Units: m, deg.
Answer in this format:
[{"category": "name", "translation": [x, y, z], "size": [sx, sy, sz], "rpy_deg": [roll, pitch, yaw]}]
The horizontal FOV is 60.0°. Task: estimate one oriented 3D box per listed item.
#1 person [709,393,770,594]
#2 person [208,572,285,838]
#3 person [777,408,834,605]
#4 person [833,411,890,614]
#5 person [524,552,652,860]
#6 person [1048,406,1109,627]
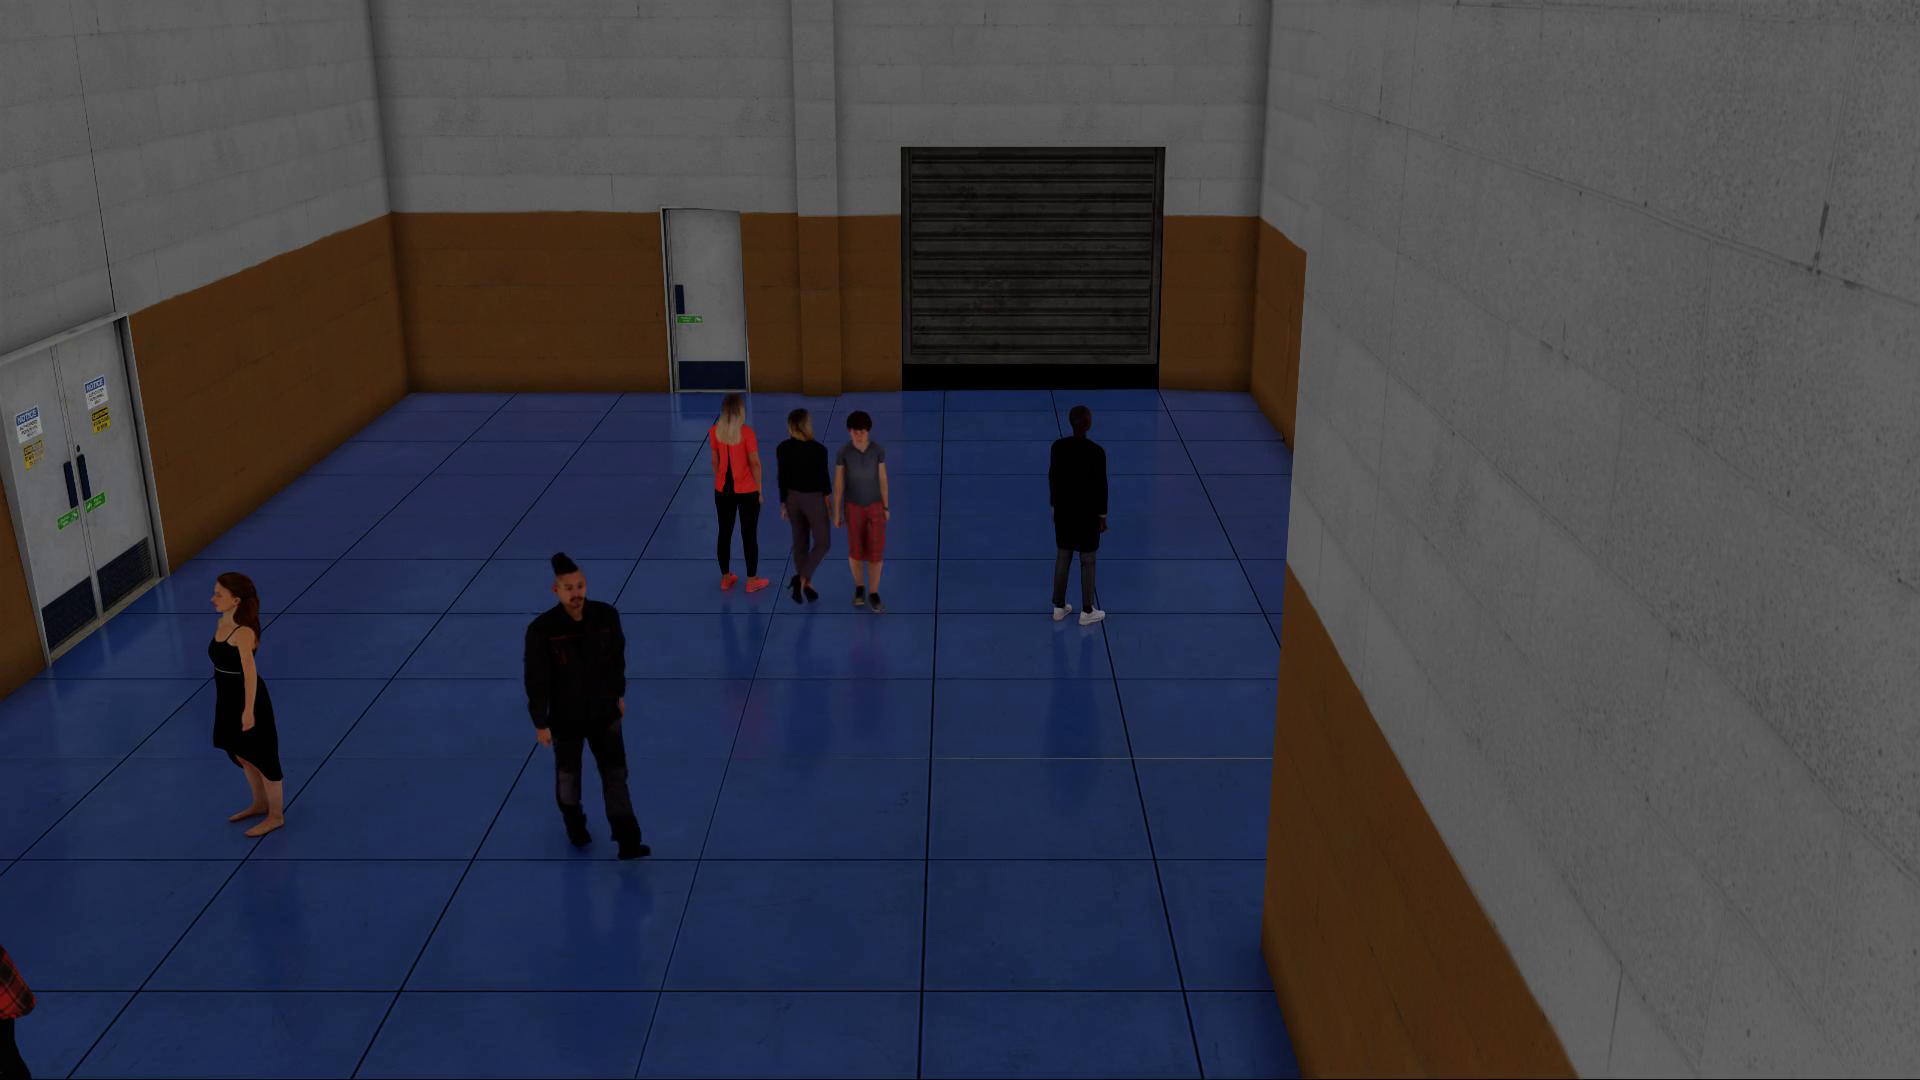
[{"category": "person", "translation": [-1.861, -0.401, 13.823], "size": [0.587, 1.694, 0.722], "rpy_deg": [7, 20, 20]}, {"category": "person", "translation": [-4.246, 0.960, 9.895], "size": [0.731, 1.625, 0.677], "rpy_deg": [-16, 24, -39]}, {"category": "person", "translation": [-1.260, -0.218, 13.338], "size": [0.852, 1.659, 0.825], "rpy_deg": [7, 20, 19]}, {"category": "person", "translation": [-0.790, -0.265, 13.498], "size": [0.715, 1.633, 0.690], "rpy_deg": [-1, 19, -4]}, {"category": "person", "translation": [-2.219, 0.934, 9.613], "size": [1.143, 1.831, 1.148], "rpy_deg": [-11, 22, -30]}, {"category": "person", "translation": [0.919, -0.204, 13.135], "size": [0.673, 1.761, 0.793], "rpy_deg": [11, 21, 29]}]
